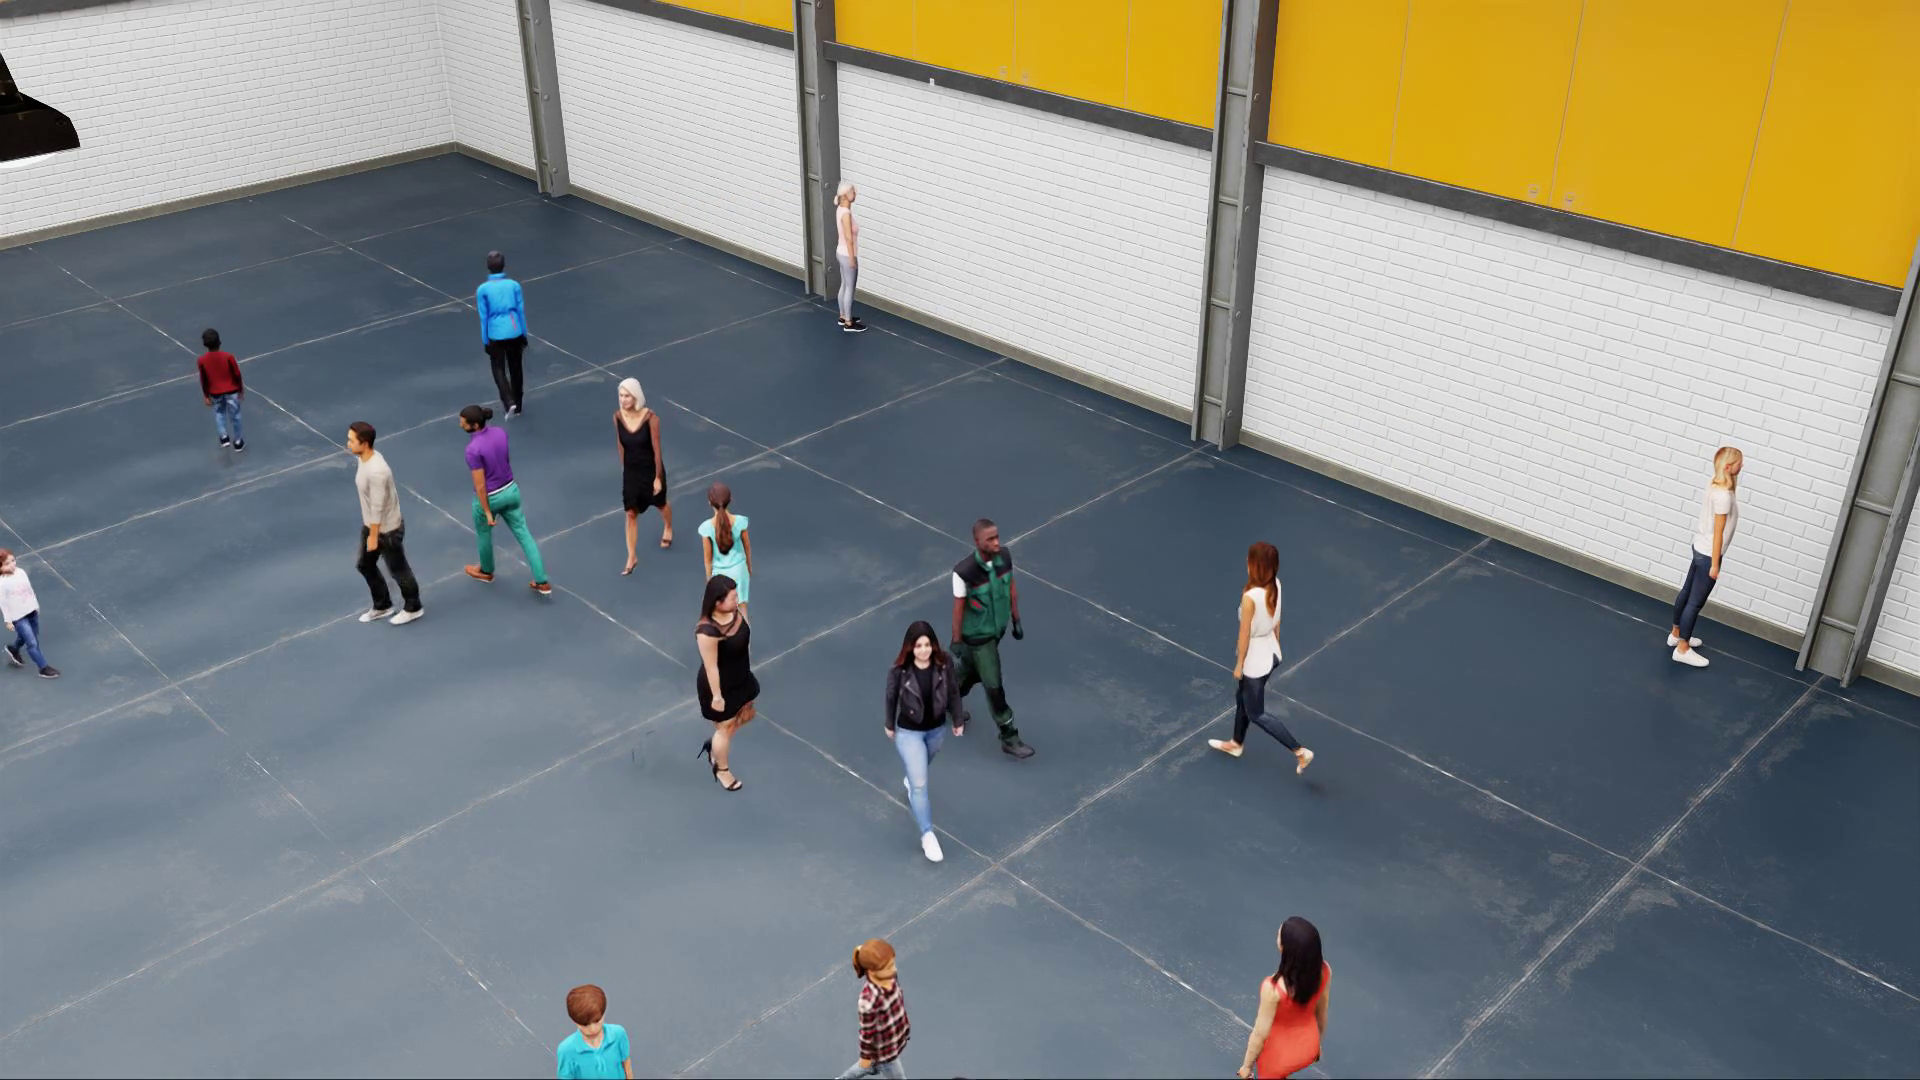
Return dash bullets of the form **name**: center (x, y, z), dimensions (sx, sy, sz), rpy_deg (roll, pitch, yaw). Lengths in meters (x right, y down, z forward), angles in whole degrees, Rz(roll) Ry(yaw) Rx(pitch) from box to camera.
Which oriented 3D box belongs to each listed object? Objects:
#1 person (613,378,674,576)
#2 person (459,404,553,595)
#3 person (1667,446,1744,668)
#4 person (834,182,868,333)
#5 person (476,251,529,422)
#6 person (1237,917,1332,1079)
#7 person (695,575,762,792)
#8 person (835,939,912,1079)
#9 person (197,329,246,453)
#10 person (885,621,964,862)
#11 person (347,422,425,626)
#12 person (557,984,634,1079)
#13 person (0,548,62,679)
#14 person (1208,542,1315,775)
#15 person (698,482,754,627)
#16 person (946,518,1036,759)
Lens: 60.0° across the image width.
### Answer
- **person**: center (-2.661, -0.595, 14.259), dimensions (1.099, 1.695, 1.019), rpy_deg (8, 30, 14)
- **person**: center (-3.734, -0.300, 13.696), dimensions (1.208, 1.717, 0.798), rpy_deg (18, 34, 30)
- **person**: center (5.772, 0.102, 12.864), dimensions (0.676, 1.809, 0.665), rpy_deg (6, 29, 11)
- **person**: center (-1.301, -3.272, 19.136), dimensions (0.703, 1.726, 0.603), rpy_deg (-8, 30, -14)
- **person**: center (-4.577, -2.024, 16.794), dimensions (0.803, 1.778, 1.005), rpy_deg (-12, 31, -22)
- **person**: center (1.691, 2.622, 8.344), dimensions (0.658, 1.713, 0.632), rpy_deg (-17, 33, -29)
- **person**: center (-1.696, 0.971, 11.378), dimensions (0.876, 1.706, 0.830), rpy_deg (5, 29, 9)
- **person**: center (-0.469, 2.614, 8.800), dimensions (0.963, 1.291, 0.769), rpy_deg (9, 30, 17)
- **person**: center (-7.217, -1.442, 16.280), dimensions (0.592, 1.247, 0.623), rpy_deg (-7, 29, -13)
- **person**: center (-0.272, 1.224, 11.035), dimensions (0.948, 1.590, 1.194), rpy_deg (-10, 30, -17)
- **person**: center (-4.530, -0.140, 13.318), dimensions (0.753, 1.799, 0.693), rpy_deg (-21, 35, -33)
- **person**: center (-1.800, 2.798, 8.296), dimensions (0.564, 1.449, 0.551), rpy_deg (-16, 32, -27)
- **person**: center (-7.263, 0.546, 12.792), dimensions (0.800, 1.097, 0.654), rpy_deg (8, 30, 14)
- **person**: center (2.147, 0.874, 11.501), dimensions (1.081, 1.758, 0.701), rpy_deg (19, 34, 31)
- **person**: center (-1.761, 0.303, 12.787), dimensions (0.933, 1.529, 1.108), rpy_deg (-5, 29, -10)
- **person**: center (0.110, 0.638, 11.896), dimensions (1.185, 1.794, 0.688), rpy_deg (25, 37, 38)
